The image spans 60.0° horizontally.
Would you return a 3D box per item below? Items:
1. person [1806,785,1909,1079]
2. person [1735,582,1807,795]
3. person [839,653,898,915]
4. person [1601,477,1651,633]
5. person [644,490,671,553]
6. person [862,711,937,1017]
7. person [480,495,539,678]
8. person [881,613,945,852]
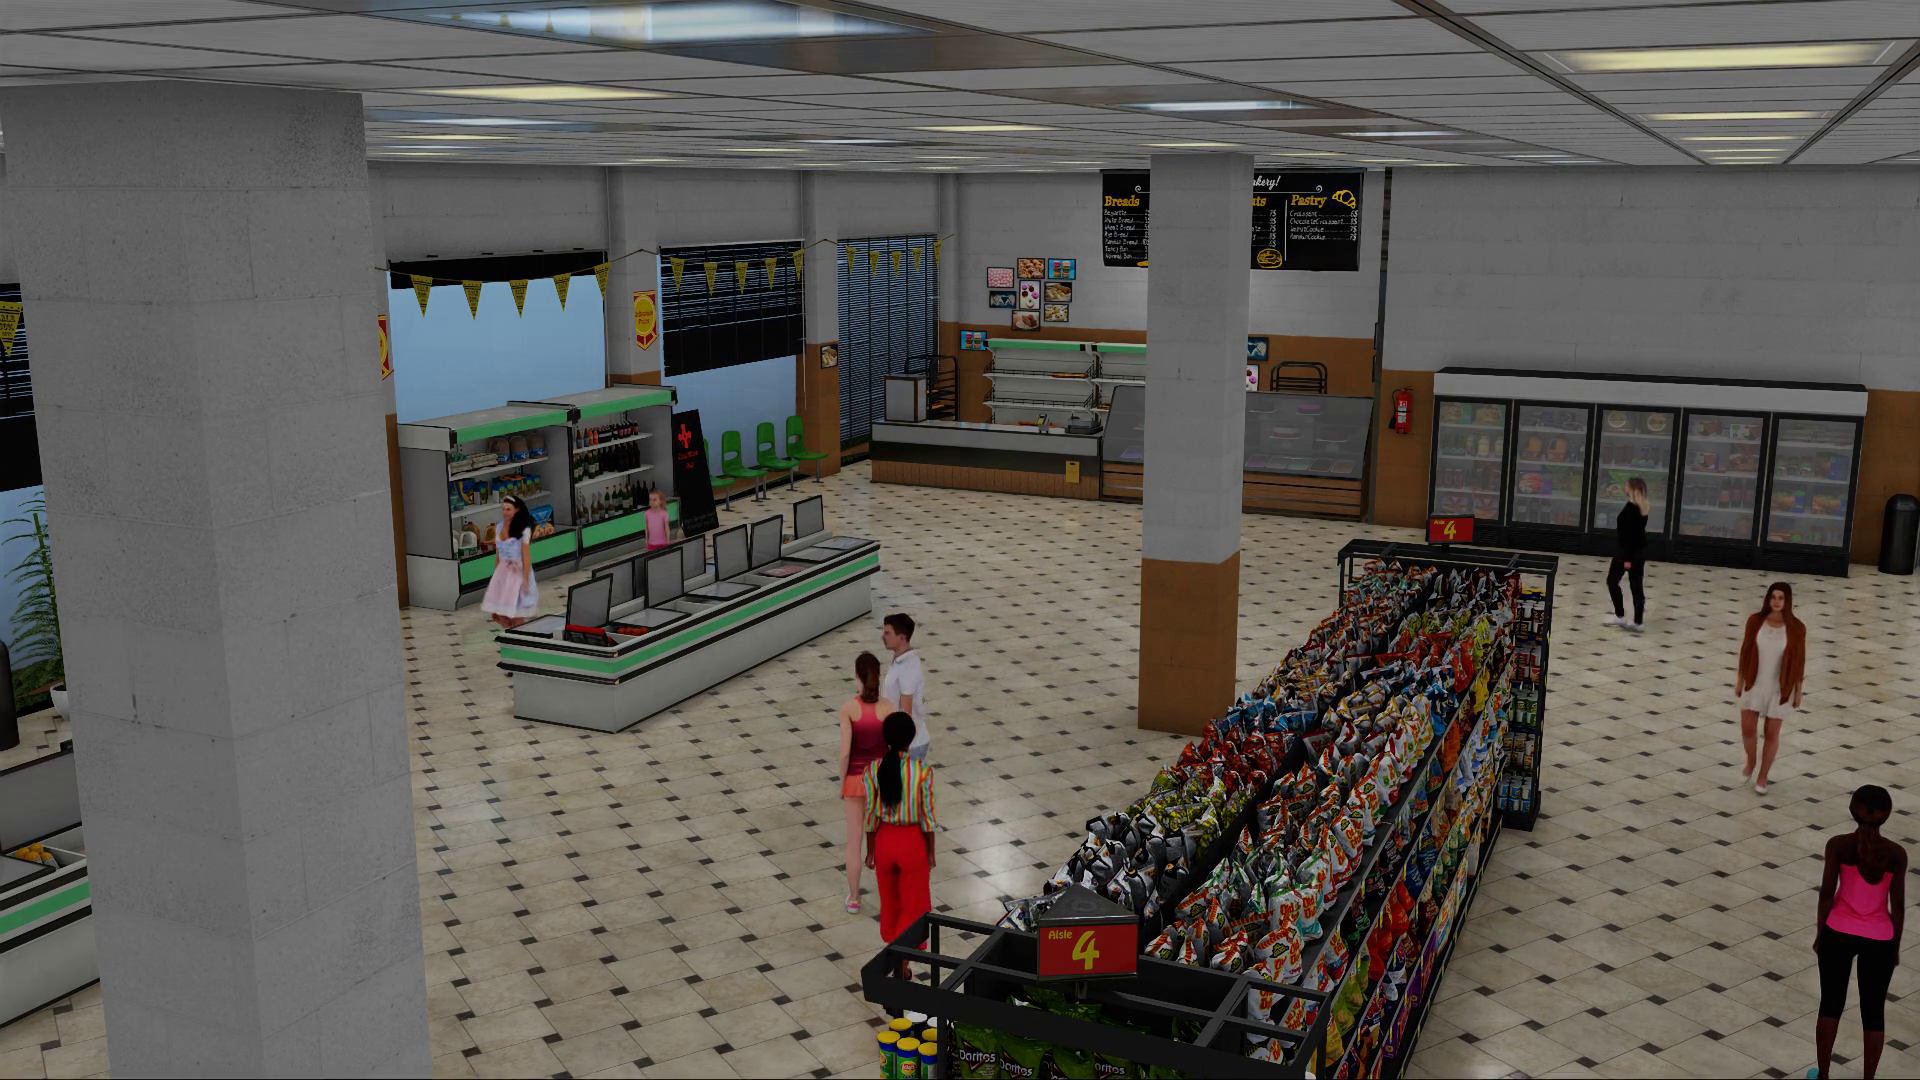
[{"bbox_3d":[4.662,2.090,8.641,0.554,1.722,0.545,6,13,27],"label":"person"},{"bbox_3d":[6.414,1.138,13.179,0.651,1.715,0.647,7,14,31],"label":"person"},{"bbox_3d":[-0.599,1.591,10.934,0.654,1.753,0.677,-1,12,-3],"label":"person"},{"bbox_3d":[7.304,0.183,17.830,0.722,1.667,0.807,-11,16,-43],"label":"person"},{"bbox_3d":[-3.524,0.027,19.553,0.531,1.262,0.570,3,12,12],"label":"person"},{"bbox_3d":[-0.359,1.881,9.519,0.750,1.768,1.111,2,12,11],"label":"person"},{"bbox_3d":[-4.320,0.437,16.294,0.663,1.803,0.737,5,13,24],"label":"person"},{"bbox_3d":[-0.274,1.406,11.603,0.893,1.840,0.819,-2,12,-10],"label":"person"}]
